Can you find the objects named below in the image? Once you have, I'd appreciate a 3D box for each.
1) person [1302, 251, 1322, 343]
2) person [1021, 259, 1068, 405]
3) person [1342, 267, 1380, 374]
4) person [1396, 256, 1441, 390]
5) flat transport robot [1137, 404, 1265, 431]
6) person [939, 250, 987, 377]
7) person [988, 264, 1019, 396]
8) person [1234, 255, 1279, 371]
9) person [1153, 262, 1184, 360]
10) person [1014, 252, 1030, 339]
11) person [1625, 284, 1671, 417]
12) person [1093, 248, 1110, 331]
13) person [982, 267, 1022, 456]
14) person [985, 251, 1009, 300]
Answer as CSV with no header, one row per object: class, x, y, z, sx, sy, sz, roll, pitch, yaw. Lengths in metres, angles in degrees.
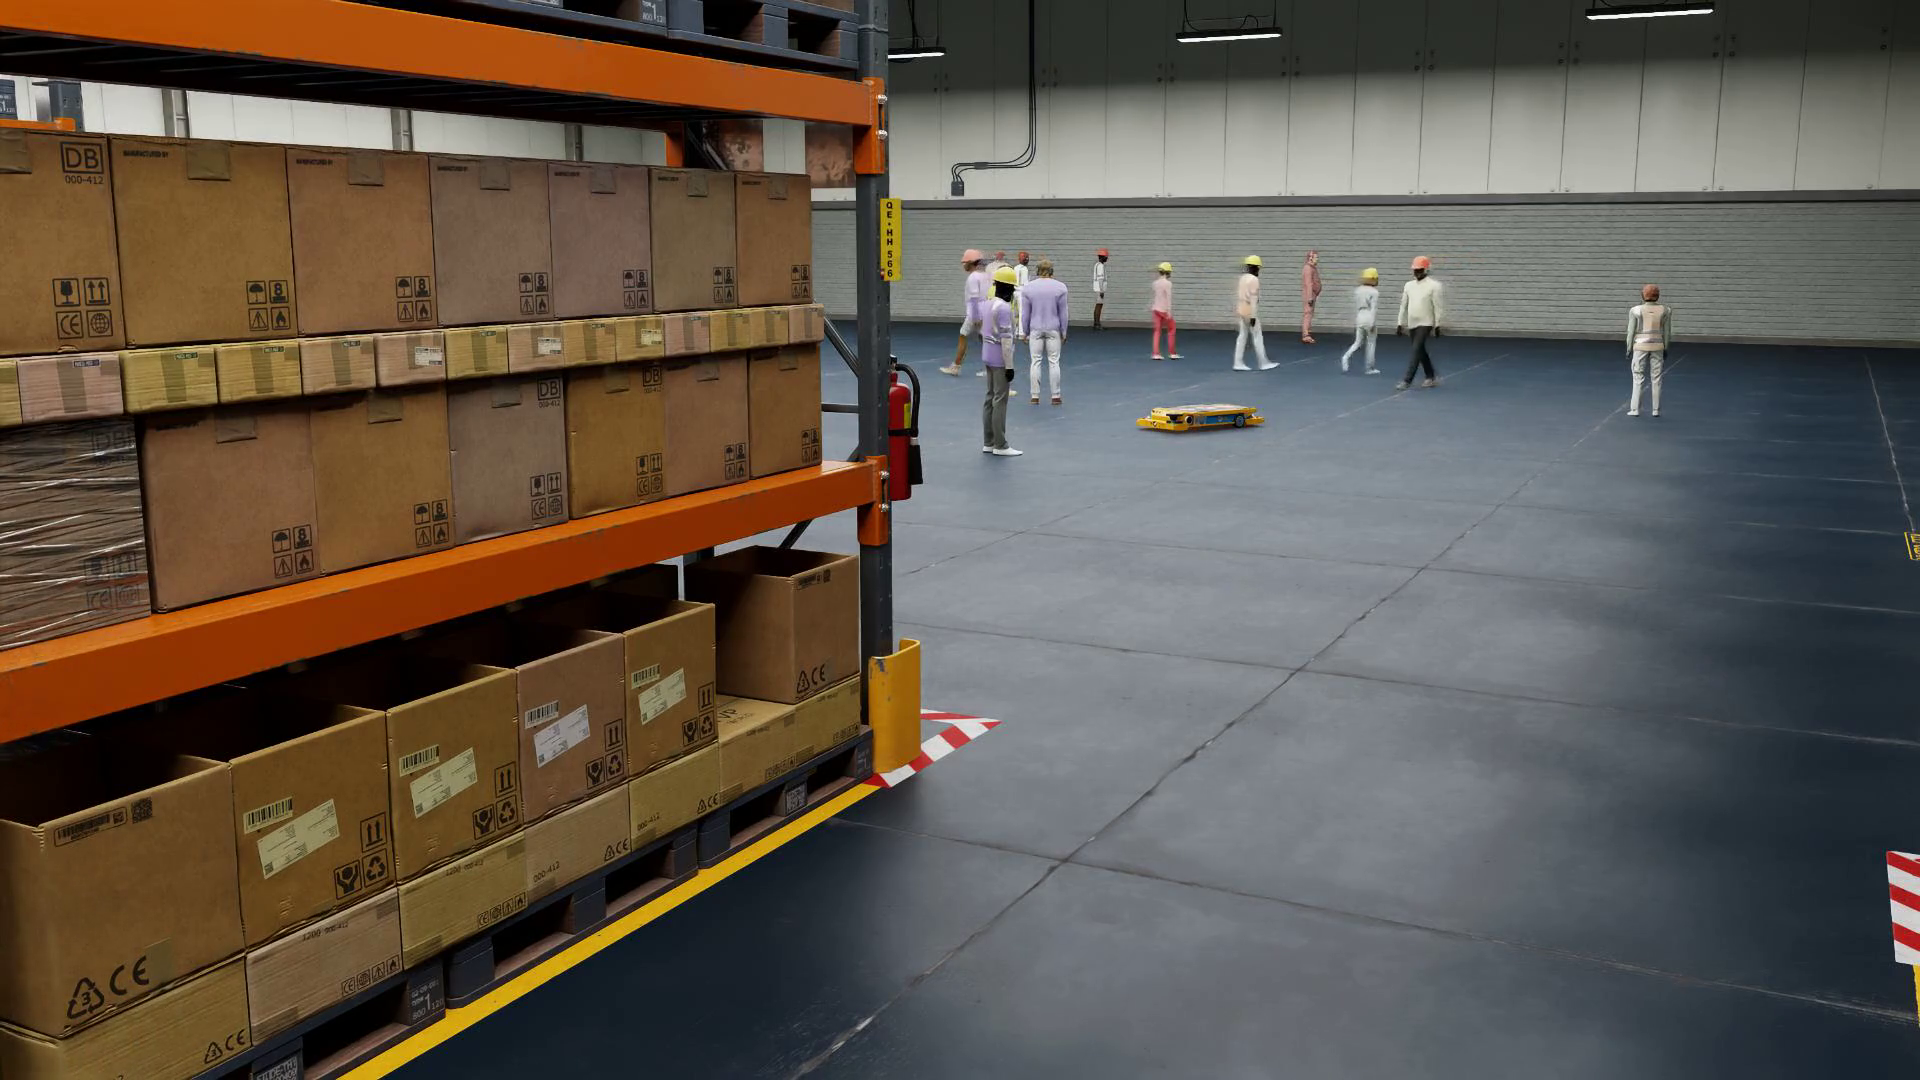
person,7.320,-5.052,34.663,0.407,1.908,0.641,2,11,10
person,1.120,-2.748,22.023,0.627,1.934,0.372,1,10,7
person,6.529,-3.535,26.872,0.658,1.724,0.492,-7,12,-32
person,6.746,-3.183,24.373,1.030,1.948,0.638,-8,13,-37
flat transport robot,2.825,-1.448,19.471,1.431,0.197,0.652,-7,13,-34
person,0.128,-3.564,26.274,1.001,1.995,0.611,4,11,20
person,0.618,-2.940,23.348,0.428,1.835,0.627,-3,11,-17
person,4.896,-3.740,27.503,0.779,1.899,0.615,-3,11,-16
person,3.748,-4.113,29.933,0.637,1.746,0.553,-6,12,-28
person,1.338,-5.297,36.056,0.342,1.881,0.579,-5,11,-23
person,8.506,-2.336,20.576,0.515,1.640,0.314,2,11,9
person,3.332,-5.888,39.142,0.376,1.933,0.551,0,10,-2
person,0.420,-1.821,17.013,0.381,1.917,0.584,-4,11,-19
person,0.901,-5.714,38.362,0.670,1.870,0.897,0,10,-1
